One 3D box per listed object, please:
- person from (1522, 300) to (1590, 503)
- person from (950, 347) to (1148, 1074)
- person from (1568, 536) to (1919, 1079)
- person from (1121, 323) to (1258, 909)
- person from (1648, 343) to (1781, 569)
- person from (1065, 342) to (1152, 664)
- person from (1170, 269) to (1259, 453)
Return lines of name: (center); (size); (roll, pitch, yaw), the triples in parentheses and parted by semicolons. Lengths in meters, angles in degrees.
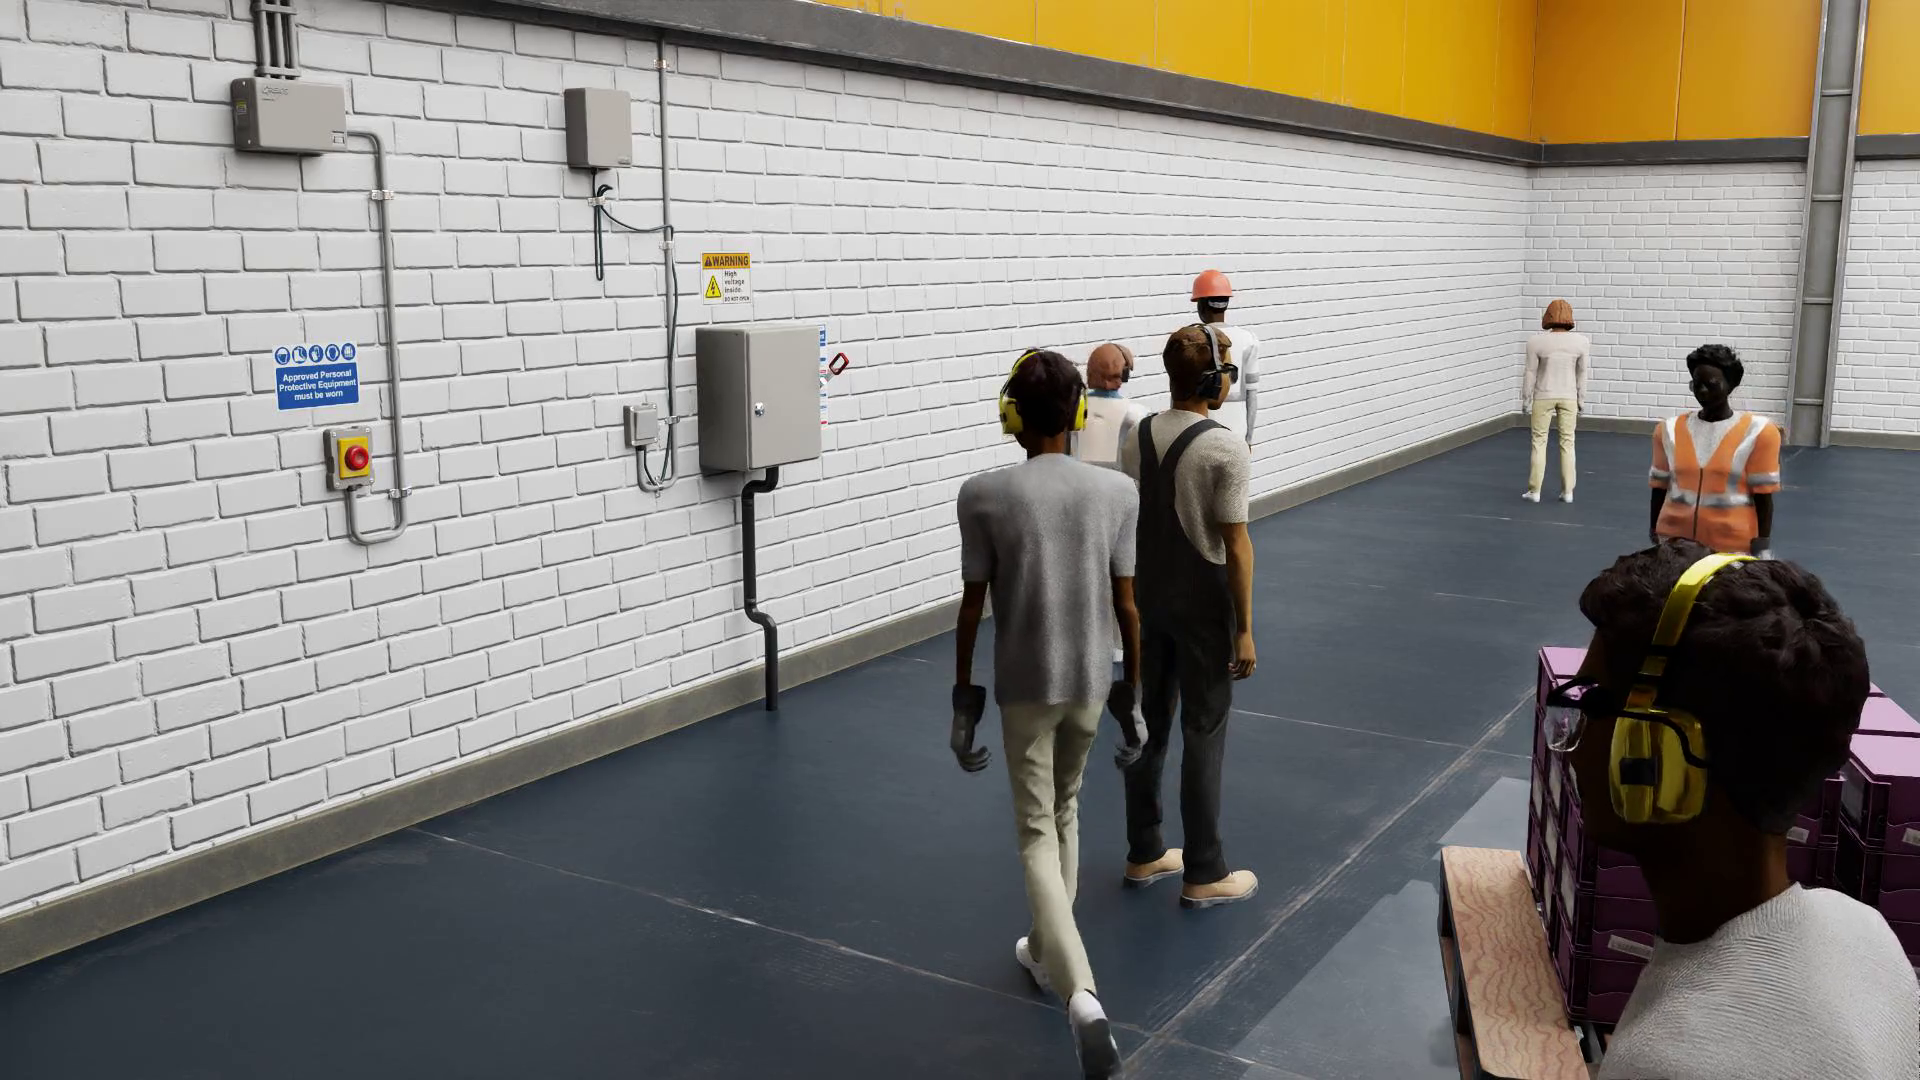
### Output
person: (4.775, -1.109, 13.366); (0.498, 1.629, 0.266); (1, 10, 7)
person: (0.253, 0.425, 4.333); (0.539, 1.833, 0.885); (-3, 11, -15)
person: (0.648, 0.929, 1.453); (0.364, 1.860, 0.514); (9, 14, 41)
person: (0.724, 0.241, 5.276); (0.331, 1.844, 0.520); (-9, 13, -40)
person: (3.189, -0.001, 7.063); (0.538, 1.674, 0.606); (9, 14, 41)
person: (0.663, -0.142, 8.026); (0.513, 1.618, 0.722); (4, 11, 20)
person: (1.491, -0.635, 9.901); (0.546, 1.928, 0.389); (-2, 10, -11)
